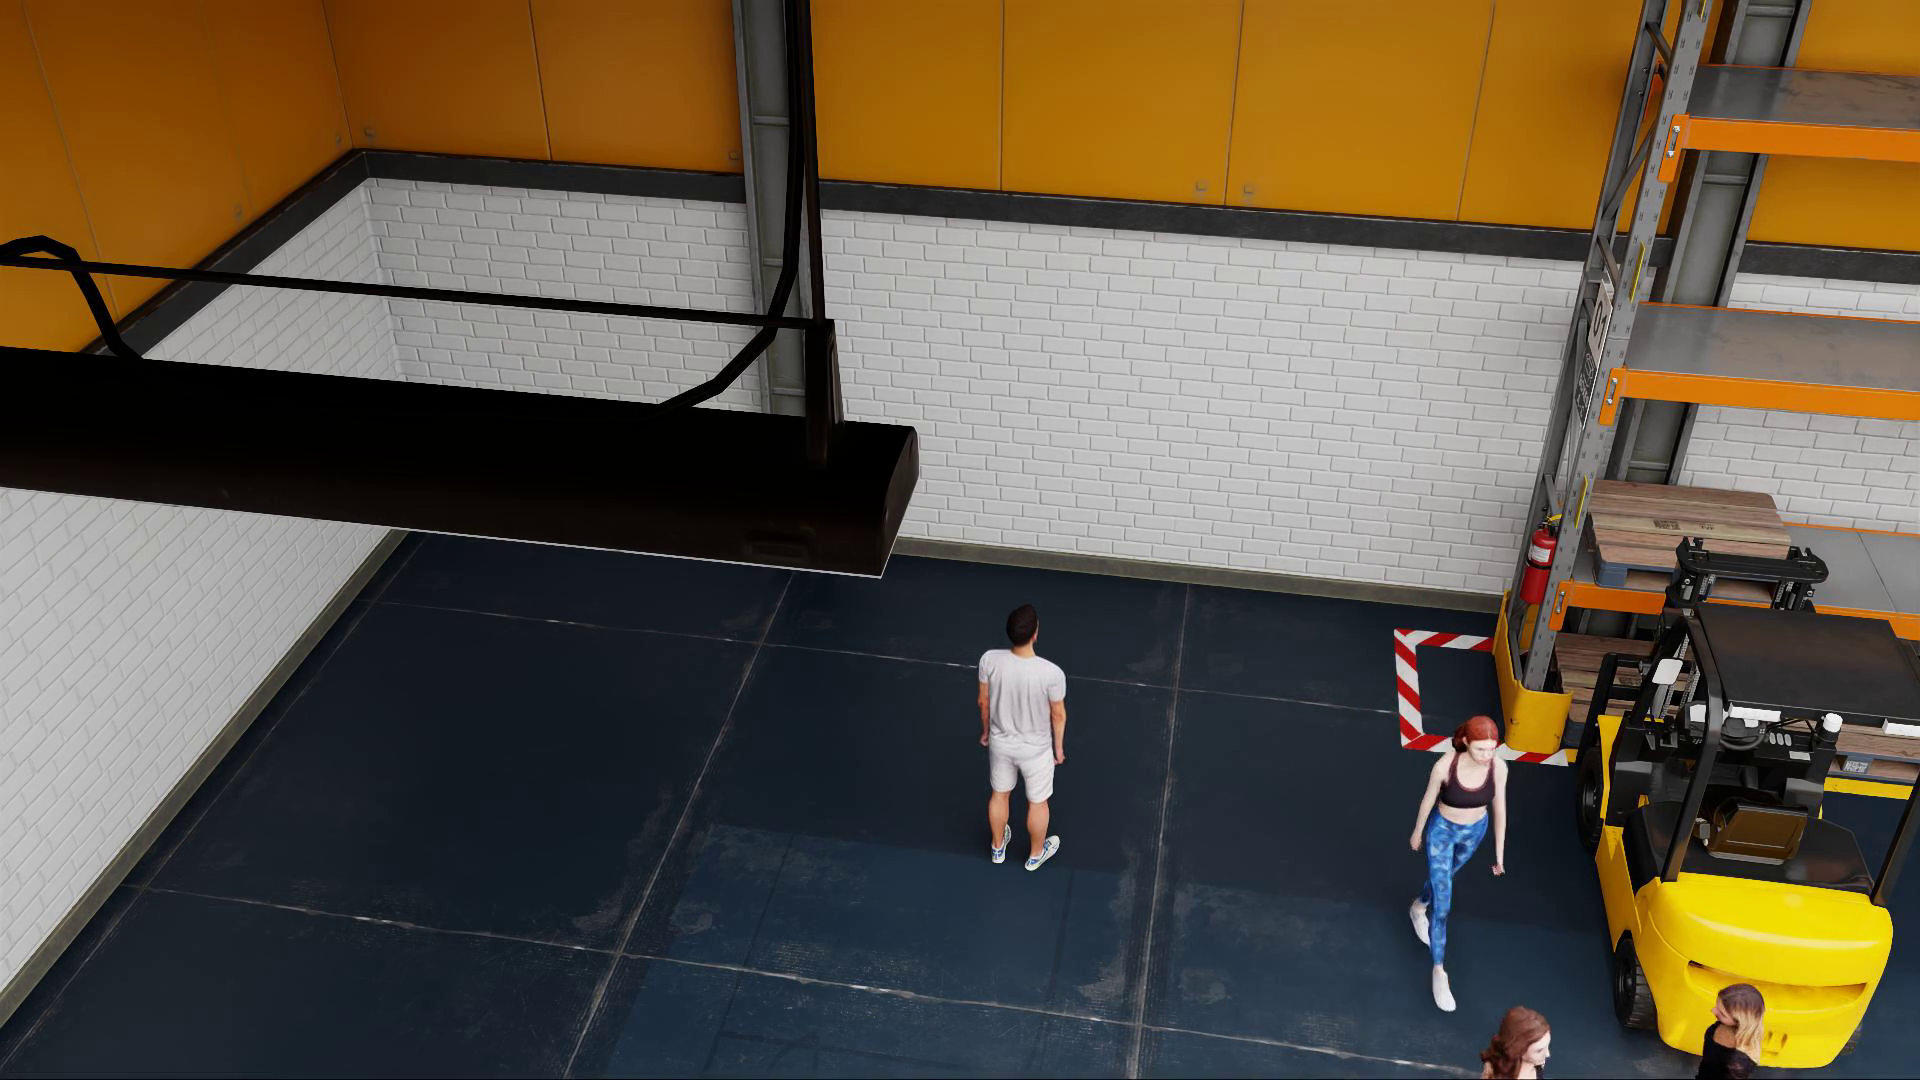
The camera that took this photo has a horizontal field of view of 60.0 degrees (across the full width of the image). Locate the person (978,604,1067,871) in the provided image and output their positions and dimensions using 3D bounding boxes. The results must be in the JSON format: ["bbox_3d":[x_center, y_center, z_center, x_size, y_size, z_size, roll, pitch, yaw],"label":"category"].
[{"bbox_3d":[0.352,1.162,9.750,0.574,1.854,0.783,12,35,17],"label":"person"}]

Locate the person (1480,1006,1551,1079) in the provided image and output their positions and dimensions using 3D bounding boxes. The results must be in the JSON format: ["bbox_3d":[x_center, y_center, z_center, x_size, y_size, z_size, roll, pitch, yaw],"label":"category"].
[{"bbox_3d":[2.357,2.682,7.570,0.770,1.736,0.825,-24,41,-32],"label":"person"}]

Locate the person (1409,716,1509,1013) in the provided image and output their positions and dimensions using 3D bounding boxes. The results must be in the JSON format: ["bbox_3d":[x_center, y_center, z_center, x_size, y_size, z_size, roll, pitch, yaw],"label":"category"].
[{"bbox_3d":[2.696,1.612,9.177,1.054,1.750,0.833,-4,34,-5],"label":"person"}]
